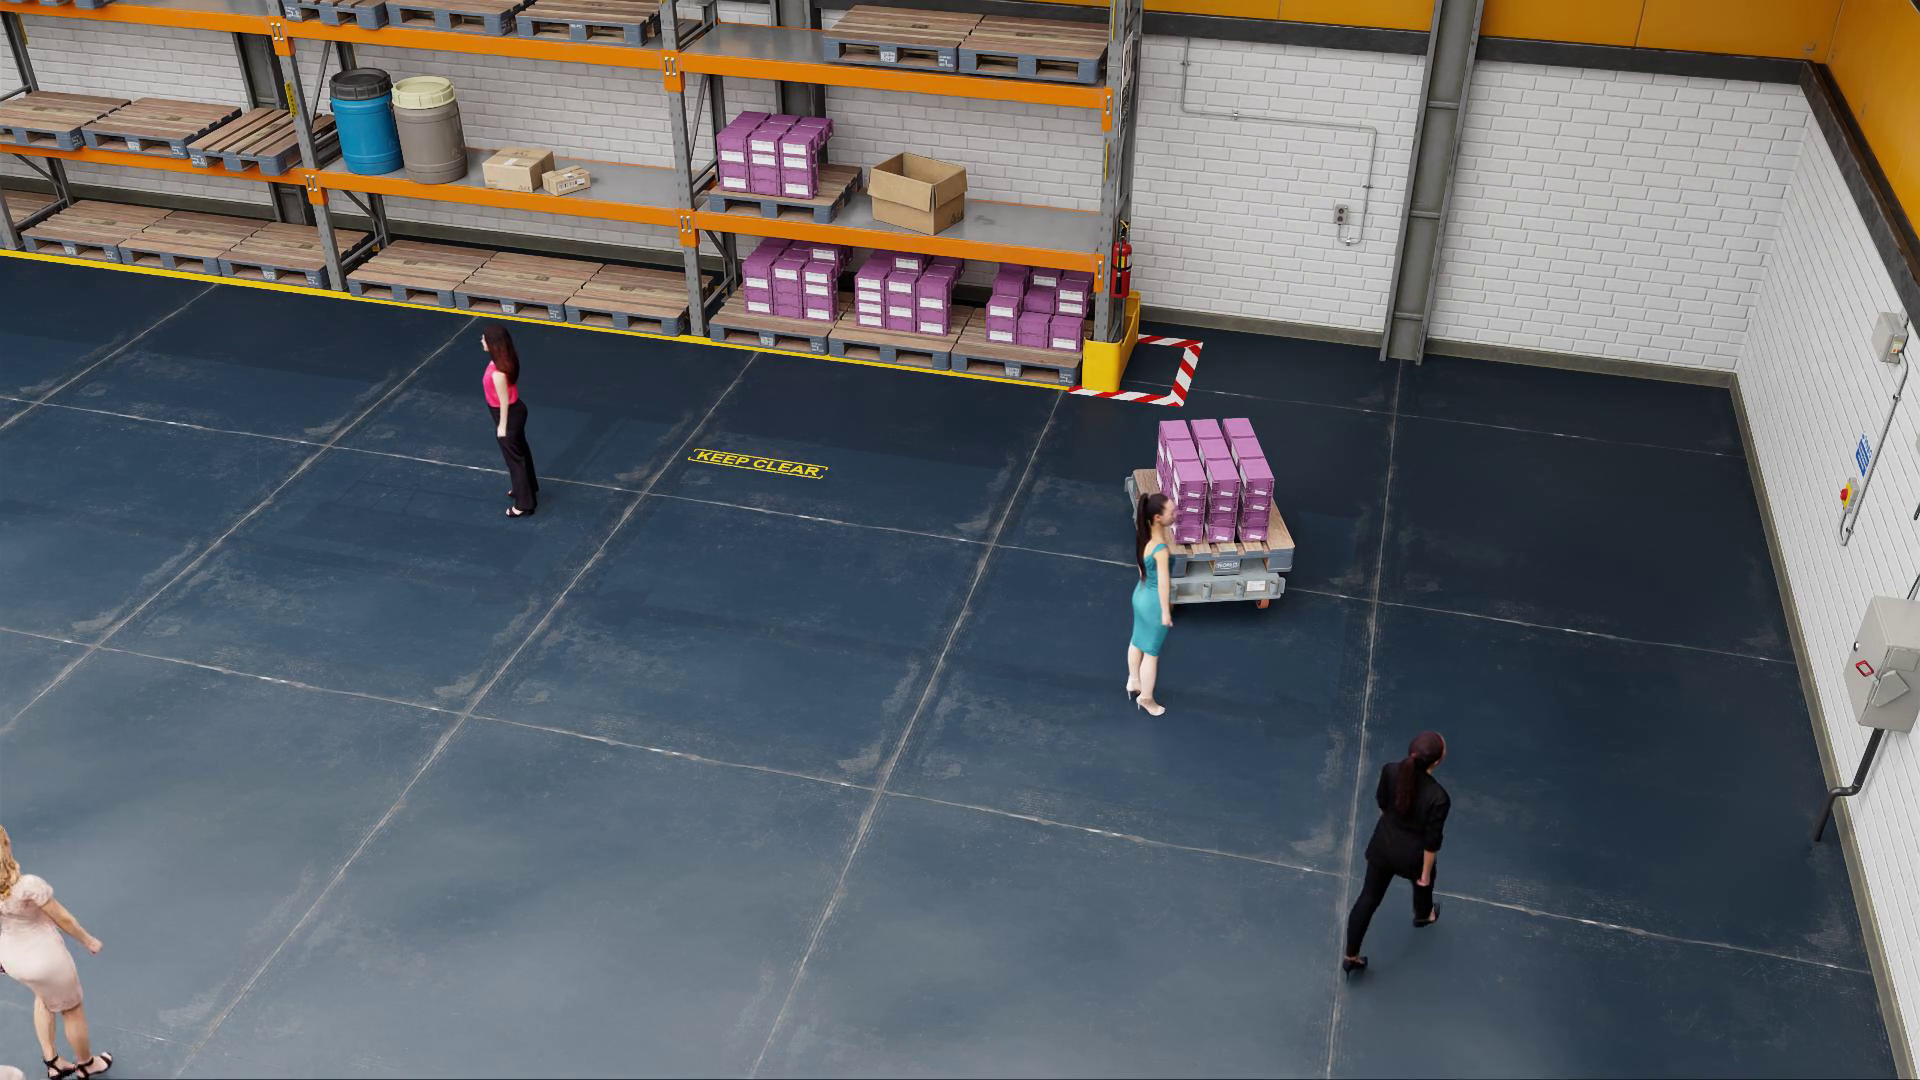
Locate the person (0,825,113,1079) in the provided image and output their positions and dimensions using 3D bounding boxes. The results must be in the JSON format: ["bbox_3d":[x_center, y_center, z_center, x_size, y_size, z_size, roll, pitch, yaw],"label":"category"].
[{"bbox_3d":[-4.685,2.180,8.392,0.552,1.823,0.687,4,34,6],"label":"person"}]

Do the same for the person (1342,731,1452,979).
[{"bbox_3d":[2.380,1.779,9.189,1.043,1.609,1.094,-26,42,-34],"label":"person"}]

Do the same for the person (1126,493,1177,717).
[{"bbox_3d":[1.282,0.429,11.149,0.623,1.688,0.619,-8,34,-11],"label":"person"}]

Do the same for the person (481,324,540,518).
[{"bbox_3d":[-3.603,-0.969,13.277,0.622,1.660,0.640,-3,34,-4],"label":"person"}]
